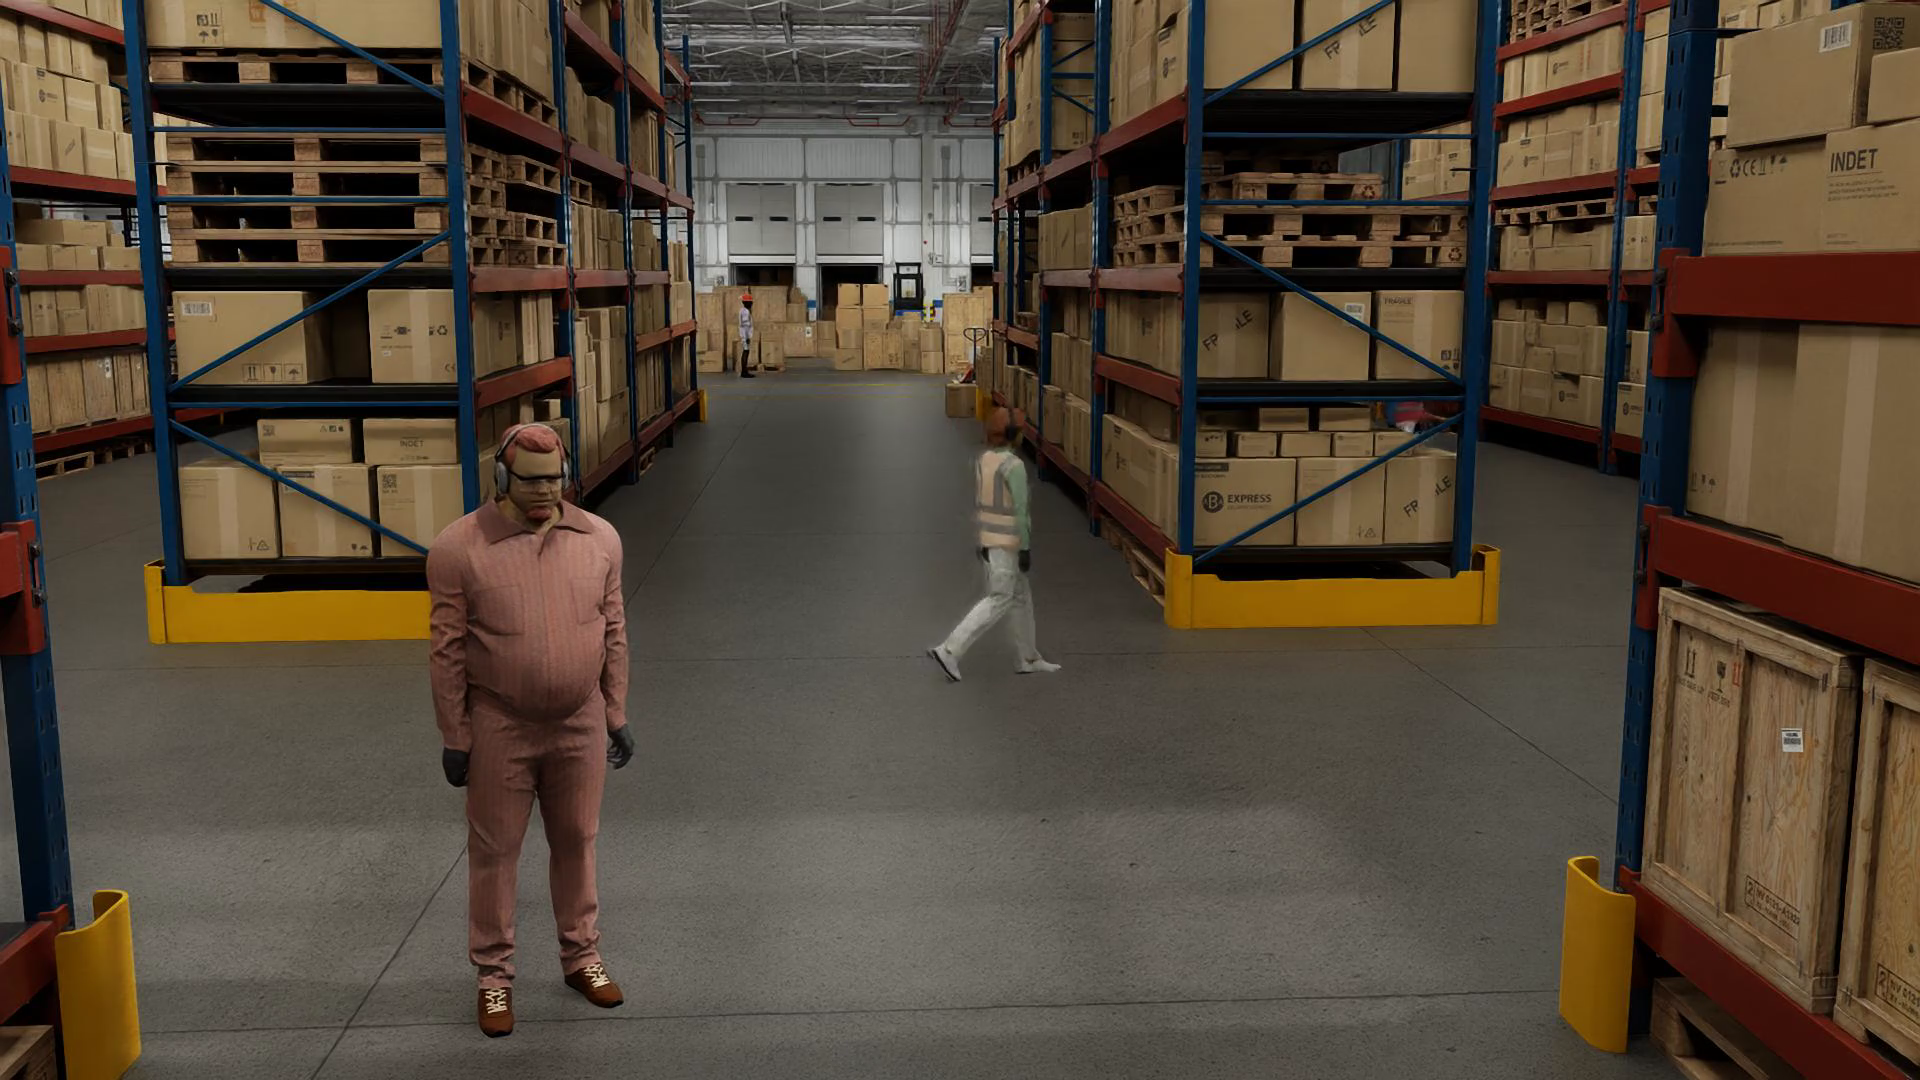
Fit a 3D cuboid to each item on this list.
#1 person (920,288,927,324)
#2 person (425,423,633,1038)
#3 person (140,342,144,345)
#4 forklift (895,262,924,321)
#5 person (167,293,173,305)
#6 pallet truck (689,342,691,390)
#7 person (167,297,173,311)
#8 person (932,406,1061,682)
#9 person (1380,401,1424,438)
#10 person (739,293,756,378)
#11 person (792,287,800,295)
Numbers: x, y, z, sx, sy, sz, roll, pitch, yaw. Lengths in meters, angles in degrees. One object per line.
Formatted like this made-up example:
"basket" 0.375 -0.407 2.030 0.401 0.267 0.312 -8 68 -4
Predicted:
"person" -1.427 -8.519 62.465 0.463 1.872 0.683 4 10 22
"person" -1.329 0.581 5.250 0.639 1.904 0.410 -6 11 -33
"person" -25.613 -6.824 52.236 0.533 1.745 0.673 -1 9 -6
"forklift" -1.879 -8.772 60.913 1.129 2.768 1.873 -1 9 -4
"person" -29.212 -8.402 61.504 0.616 1.950 0.981 -2 9 -14
"pallet truck" -5.225 -3.008 27.480 1.885 1.965 0.823 2 9 14
"person" -25.655 -7.078 54.071 0.535 1.678 0.705 1 9 7
"person" 0.213 0.024 9.658 0.779 1.608 0.526 -3 9 -17
"person" 4.624 -1.249 17.085 0.897 1.808 0.632 6 11 34
"person" -4.903 -4.698 38.312 0.403 1.935 0.552 -2 9 -12
"person" -6.010 -8.385 61.521 0.559 1.913 0.672 7 11 36
